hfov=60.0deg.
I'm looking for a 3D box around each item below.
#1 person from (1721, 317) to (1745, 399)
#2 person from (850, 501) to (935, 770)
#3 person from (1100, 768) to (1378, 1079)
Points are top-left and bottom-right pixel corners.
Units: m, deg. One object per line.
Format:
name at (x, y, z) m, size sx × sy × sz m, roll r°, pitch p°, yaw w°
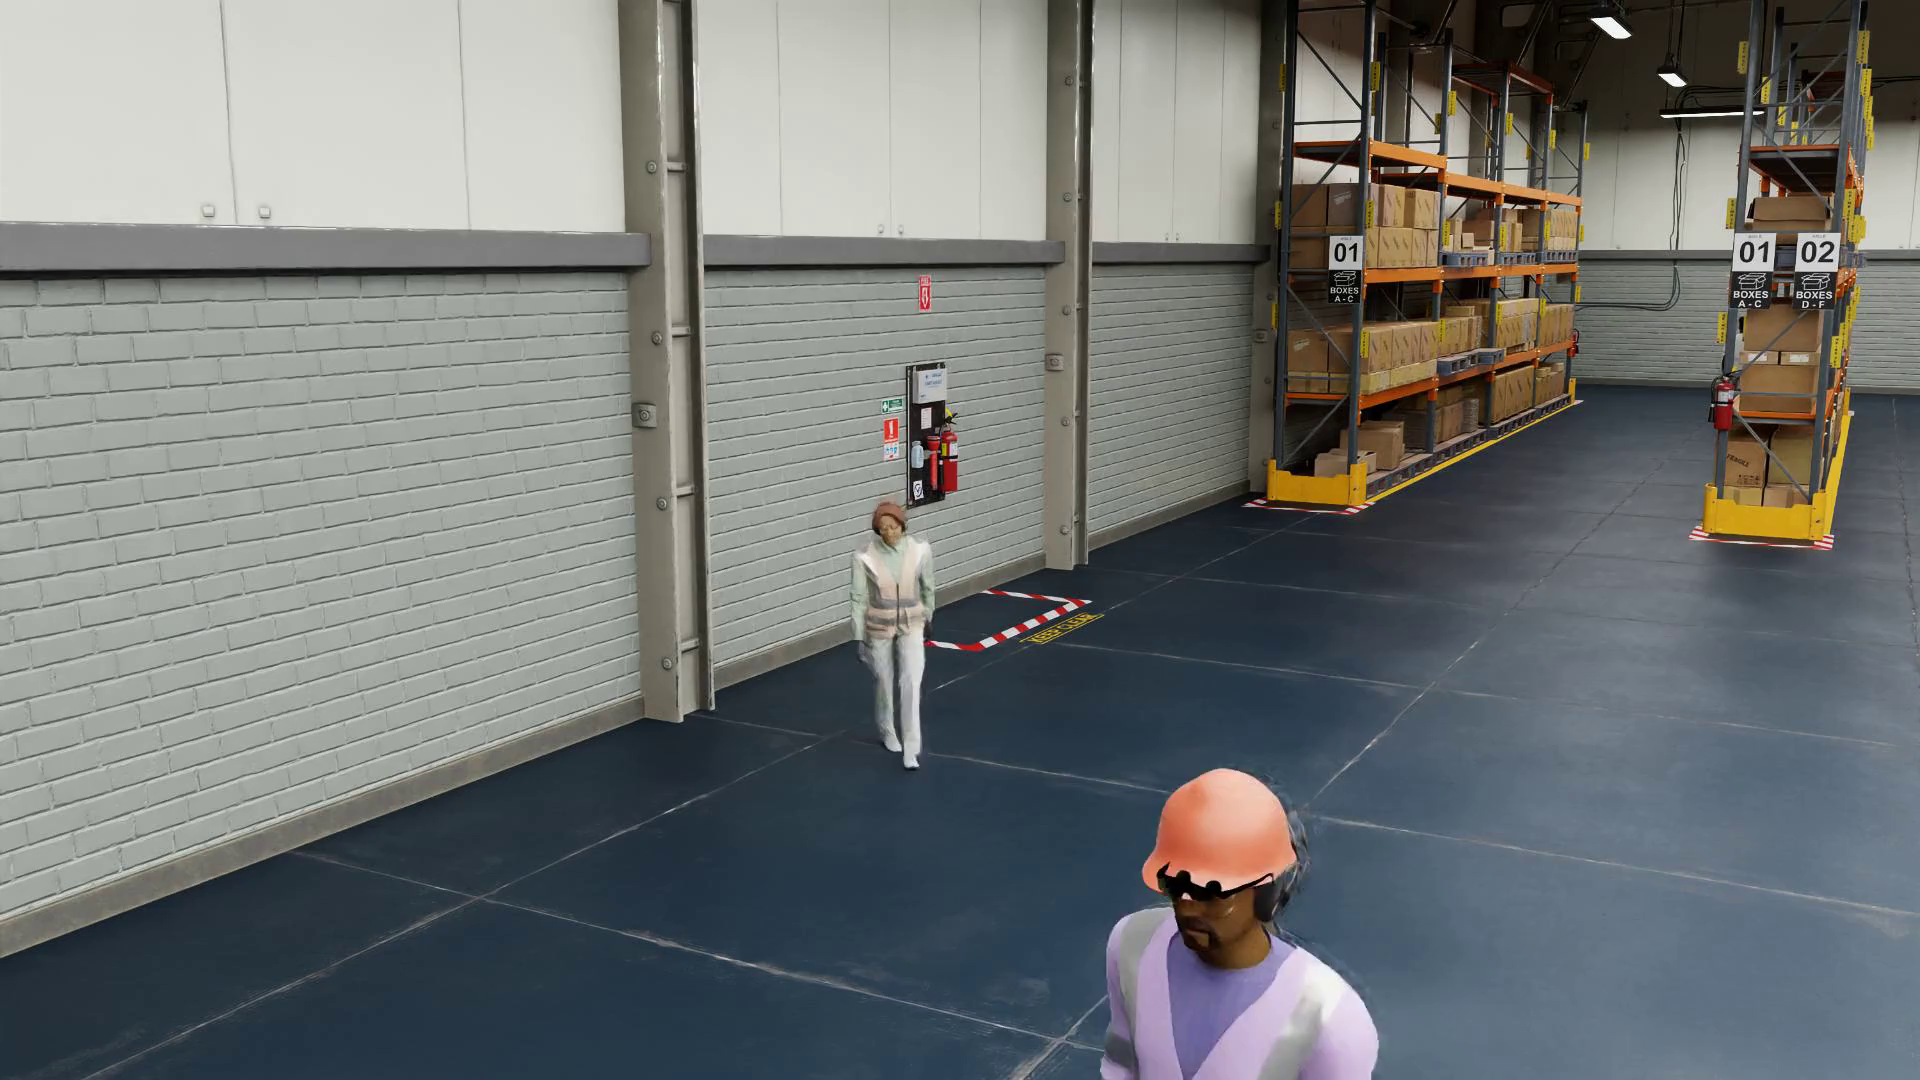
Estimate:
person at (13.948, -3.026, 29.703) m, size 0.621 × 1.913 × 0.973 m, roll 5°, pitch 11°, yaw 27°
person at (-0.383, 0.545, 9.756) m, size 0.517 × 1.575 × 0.850 m, roll -2°, pitch 10°, yaw -9°
person at (0.501, 1.426, 3.316) m, size 0.642 × 2.029 × 0.439 m, roll 9°, pitch 13°, yaw 42°
